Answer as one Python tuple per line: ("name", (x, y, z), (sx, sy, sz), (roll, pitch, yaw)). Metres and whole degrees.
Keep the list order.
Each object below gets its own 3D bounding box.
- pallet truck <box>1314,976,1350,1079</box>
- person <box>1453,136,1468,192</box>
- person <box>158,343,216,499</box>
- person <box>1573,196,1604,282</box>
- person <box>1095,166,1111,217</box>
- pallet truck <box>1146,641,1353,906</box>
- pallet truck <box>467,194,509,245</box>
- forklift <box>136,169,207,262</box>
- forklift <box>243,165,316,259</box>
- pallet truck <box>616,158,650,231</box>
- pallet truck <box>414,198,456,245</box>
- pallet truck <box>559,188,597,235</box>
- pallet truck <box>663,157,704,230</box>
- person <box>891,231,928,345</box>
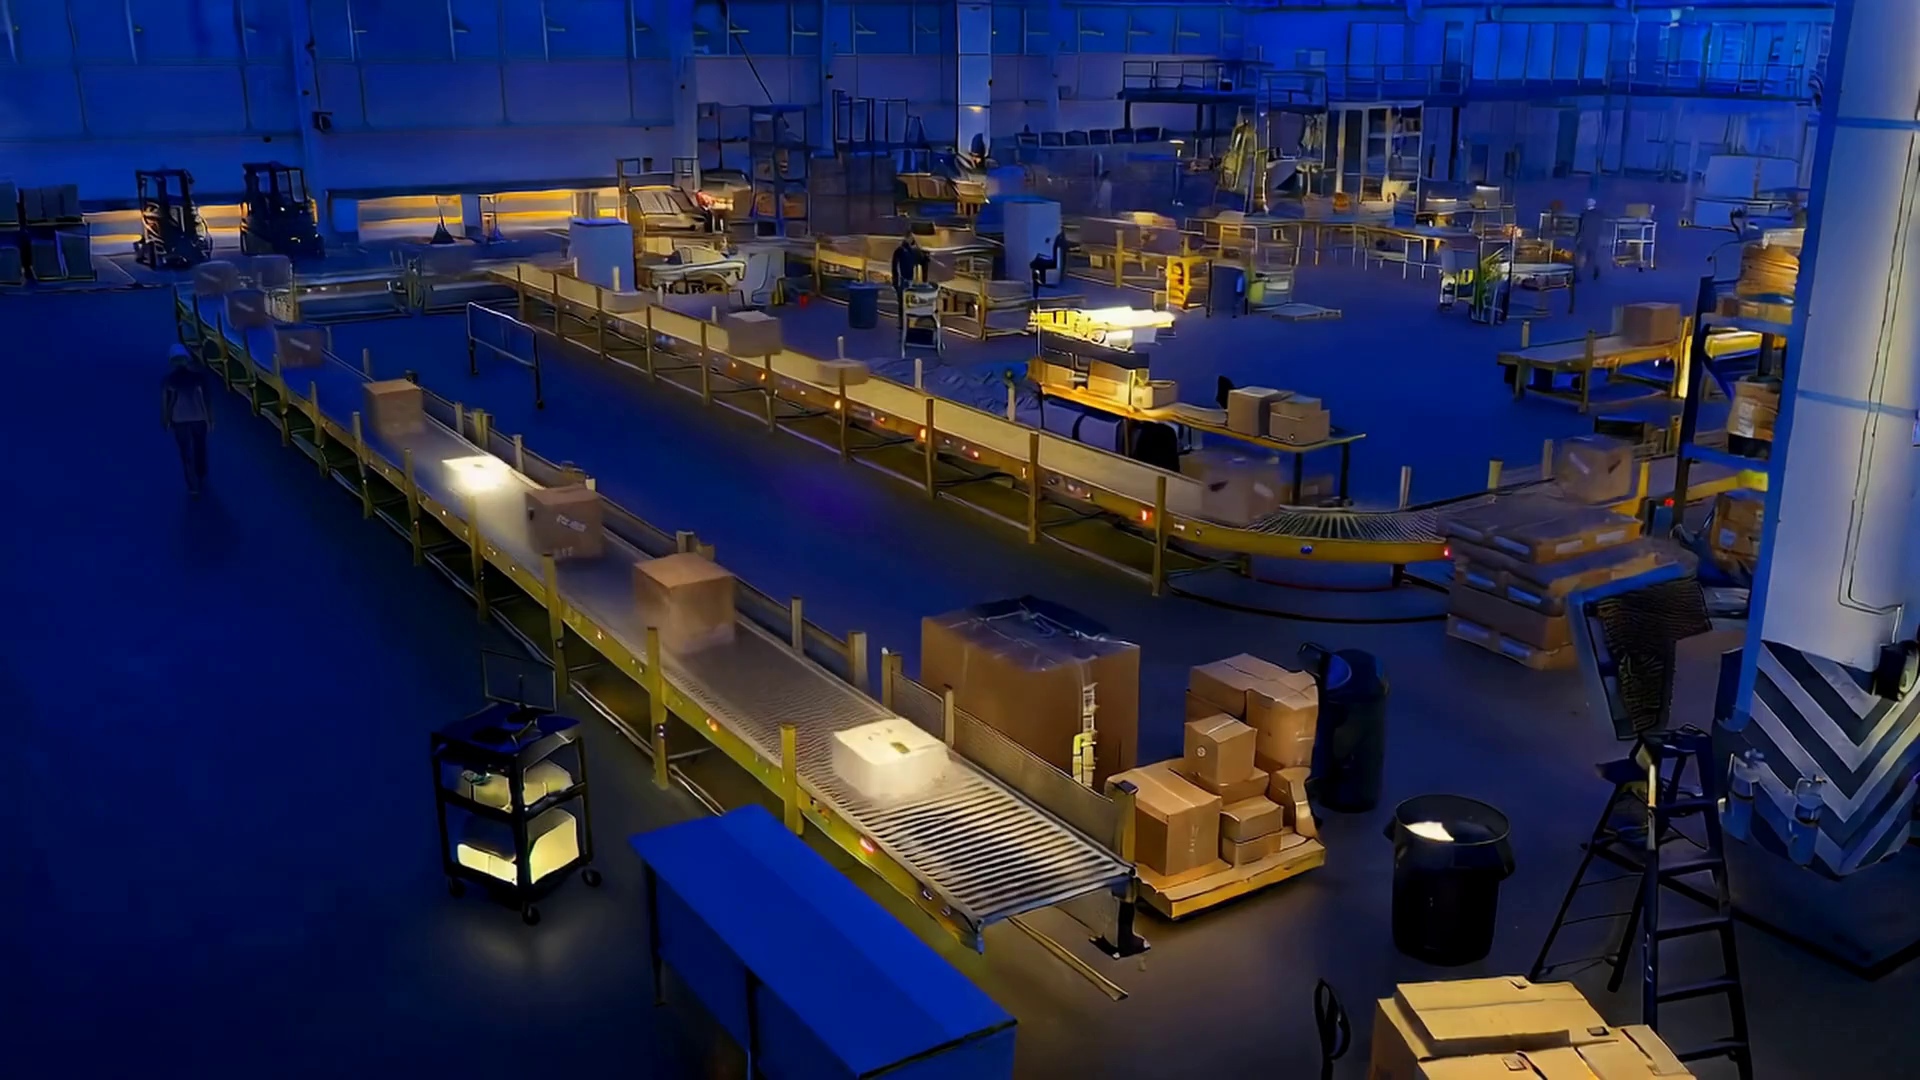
("pallet truck", (2.299, 2.390, 7.086), (1.601, 1.201, 0.680), (-2, 17, -7))
("person", (17.019, -12.765, 56.459), (0.517, 1.842, 0.326), (-11, 20, -33))
("person", (-8.691, -1.354, 18.713), (0.542, 1.712, 0.953), (-9, 19, -29))
("person", (13.283, -6.350, 35.167), (0.598, 1.818, 0.513), (-2, 17, -6))
("person", (3.619, -8.260, 41.192), (0.686, 2.007, 0.662), (-5, 17, -15))
("pallet truck", (1.664, 1.407, 10.232), (1.630, 1.274, 0.653), (-10, 20, -31))
("pallet truck", (-11.983, -8.177, 42.137), (0.704, 1.261, 1.522), (-11, 20, -33))
("forklift", (-17.842, -7.318, 37.559), (1.157, 1.987, 2.680), (-10, 20, -31))
("forklift", (-15.898, -7.669, 38.708), (1.157, 1.987, 2.680), (-11, 20, -33))
("pallet truck", (-8.918, -9.176, 44.255), (0.823, 1.965, 1.885), (-9, 19, -27))
("pallet truck", (-13.250, -8.060, 41.856), (0.680, 1.201, 1.601), (-10, 20, -31))
("pallet truck", (-10.010, -8.652, 43.699), (0.653, 1.274, 1.630), (-10, 20, -31))
("pallet truck", (-7.586, -9.308, 44.692), (0.823, 1.965, 1.885), (-11, 20, -33))
("person", (-0.834, -4.257, 28.052), (0.640, 1.904, 0.401), (-5, 17, -16))
